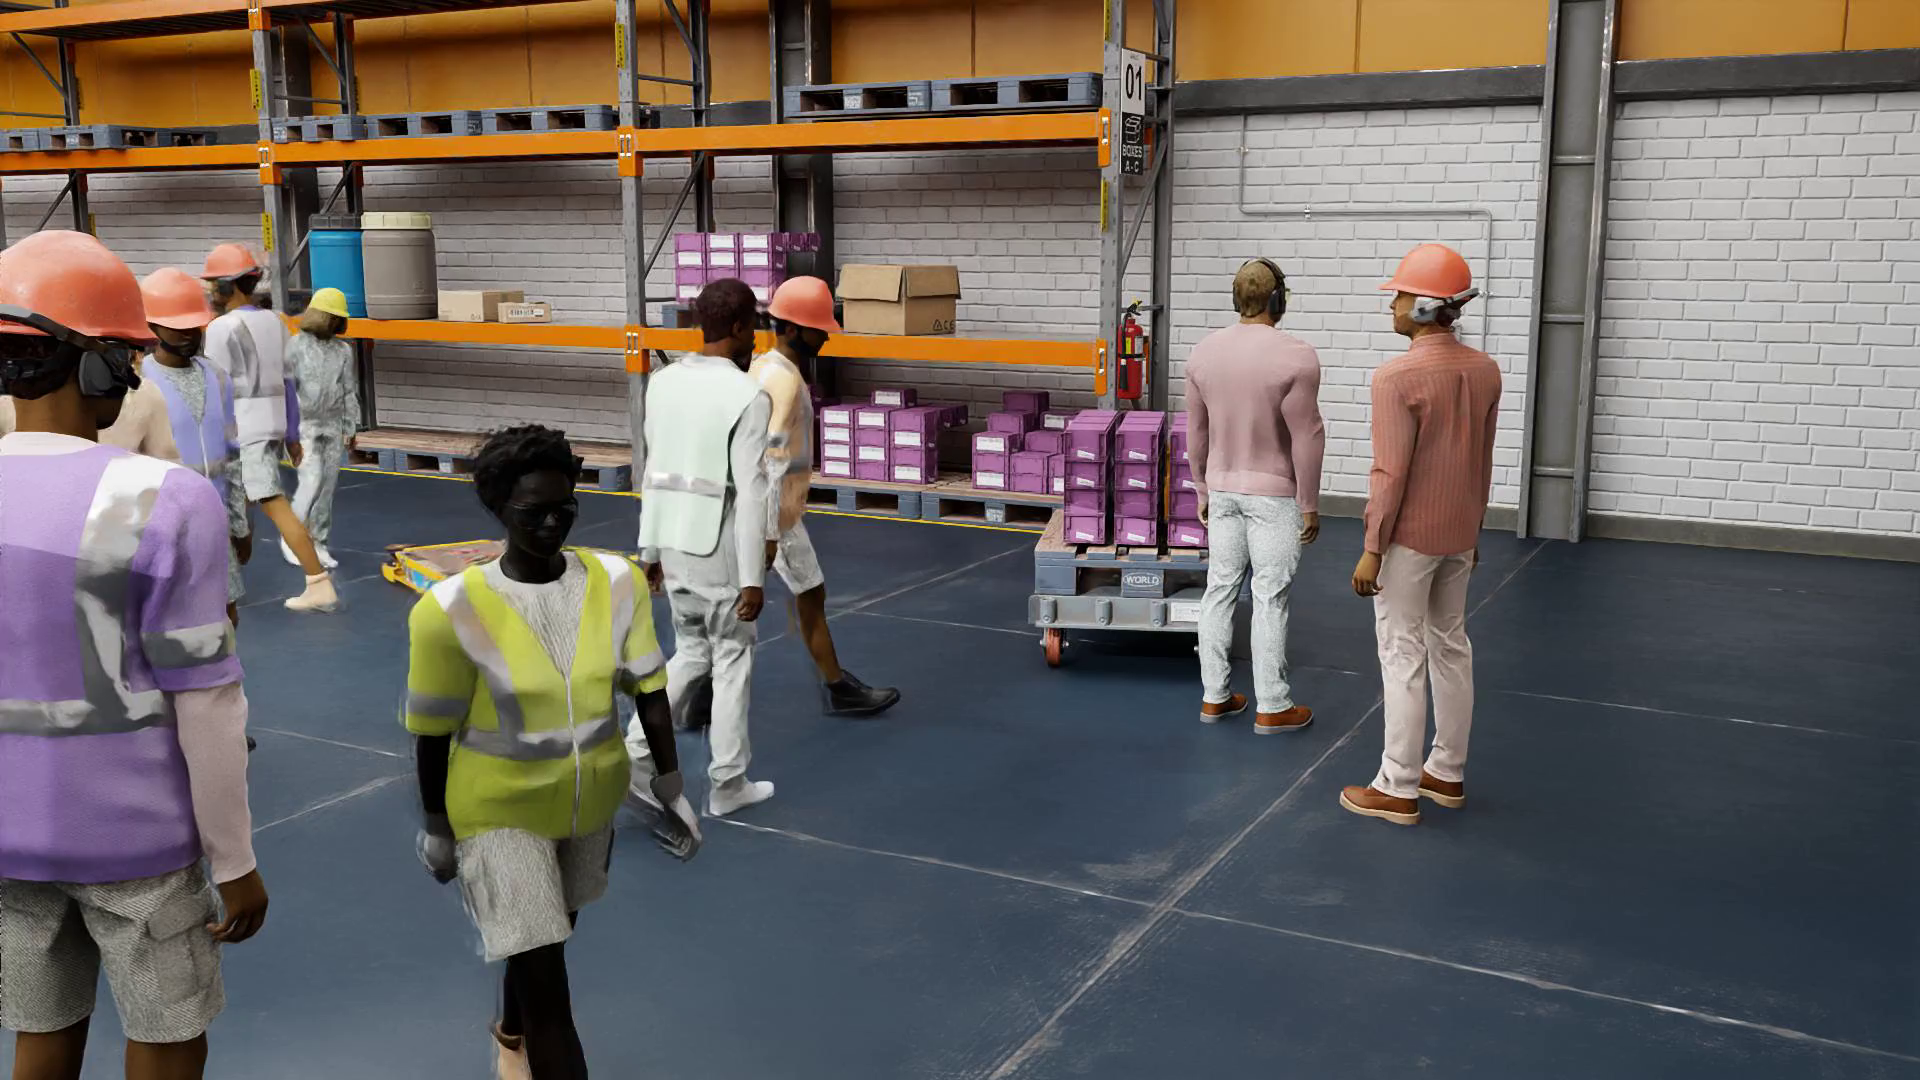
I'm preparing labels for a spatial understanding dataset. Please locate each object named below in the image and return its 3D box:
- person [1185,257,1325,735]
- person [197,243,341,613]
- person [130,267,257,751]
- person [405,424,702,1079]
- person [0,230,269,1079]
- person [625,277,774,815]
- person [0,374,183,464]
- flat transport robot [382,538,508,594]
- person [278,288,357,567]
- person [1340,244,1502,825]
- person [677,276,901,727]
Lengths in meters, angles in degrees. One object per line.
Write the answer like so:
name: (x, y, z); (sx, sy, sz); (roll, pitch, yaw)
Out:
person: (1.206, -0.175, 6.811); (0.630, 1.940, 0.372); (10, 14, 42)
person: (-3.825, -0.581, 8.913); (1.042, 1.989, 0.628); (1, 10, 7)
person: (-2.893, -0.048, 6.195); (0.509, 1.916, 0.589); (4, 11, 23)
person: (-0.856, 0.573, 3.505); (0.537, 1.640, 0.903); (-10, 14, -42)
person: (-1.490, 0.496, 2.894); (0.602, 2.035, 0.404); (2, 11, 13)
person: (-0.923, 0.055, 5.710); (0.623, 1.885, 0.603); (8, 13, 38)
person: (-2.586, 0.134, 5.055); (0.959, 1.948, 0.636); (6, 12, 32)
flat transport robot: (-2.715, 0.192, 9.371); (0.652, 0.197, 1.431); (-7, 13, -35)
person: (-3.897, -0.674, 10.156); (0.420, 1.708, 0.528); (7, 13, 34)
person: (1.603, -0.015, 5.773); (0.622, 1.996, 0.374); (-8, 13, -36)
person: (-0.742, -0.135, 6.810); (0.963, 1.869, 0.638); (-3, 11, -17)
